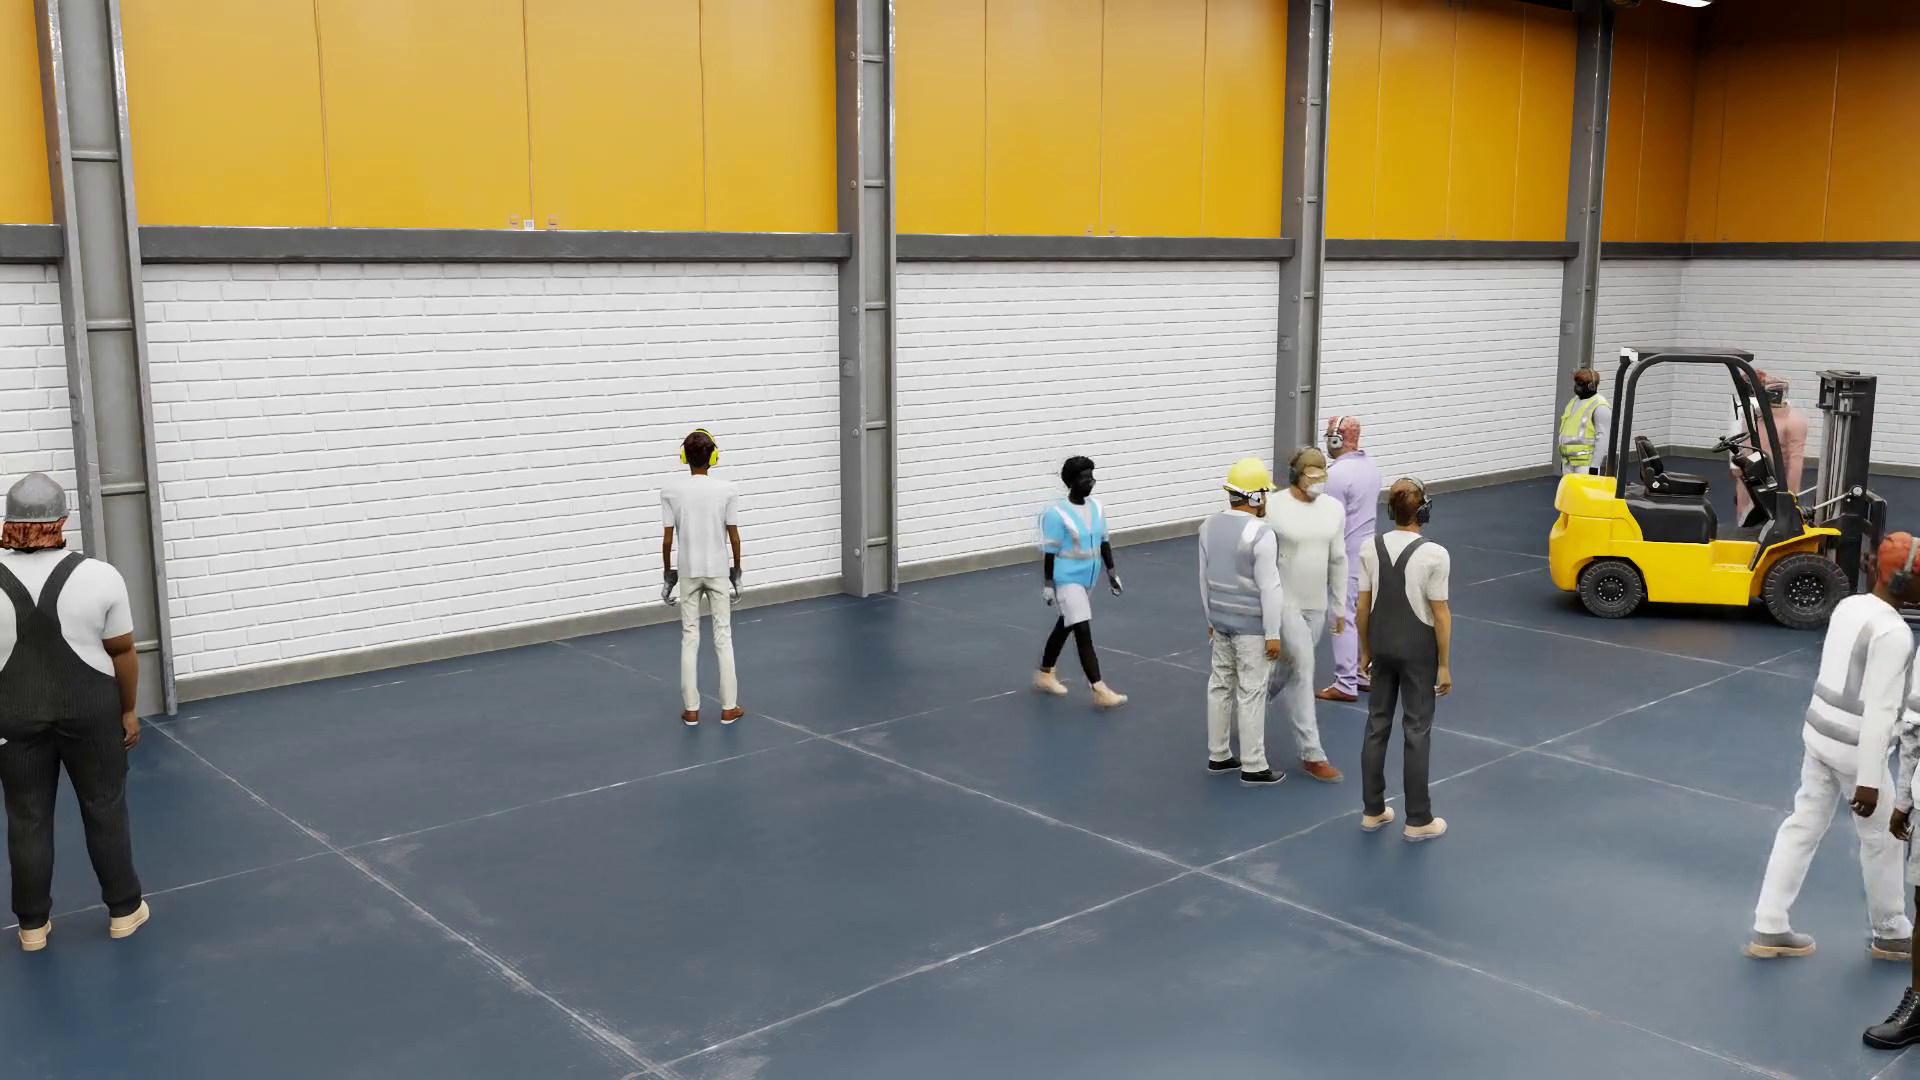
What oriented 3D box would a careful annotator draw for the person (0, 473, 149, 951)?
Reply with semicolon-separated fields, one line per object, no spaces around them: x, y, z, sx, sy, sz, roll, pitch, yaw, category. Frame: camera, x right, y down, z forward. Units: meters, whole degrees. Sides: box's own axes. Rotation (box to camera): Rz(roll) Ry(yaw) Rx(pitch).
-3.870;0.721;7.119;0.676;2.000;0.536;-4;10;-21;person

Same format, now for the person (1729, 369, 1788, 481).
7.988;-0.792;16.608;0.637;1.831;1.012;3;10;14;person

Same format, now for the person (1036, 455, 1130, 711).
0.791;0.268;10.888;0.867;1.645;0.542;9;13;41;person

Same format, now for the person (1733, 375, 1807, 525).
7.193;-0.512;14.832;0.512;1.923;0.673;-4;11;-24;person

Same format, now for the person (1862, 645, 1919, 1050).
3.605;0.969;5.968;0.356;1.937;0.552;-5;11;-25;person

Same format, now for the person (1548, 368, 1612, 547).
6.151;-0.779;16.482;0.429;1.844;0.627;-2;10;-13;person

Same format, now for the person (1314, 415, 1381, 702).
2.566;0.115;11.123;0.409;1.895;0.661;7;12;34;person

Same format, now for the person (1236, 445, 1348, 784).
1.914;0.371;9.639;0.627;1.890;1.027;-5;11;-28;person

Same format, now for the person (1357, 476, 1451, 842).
2.247;0.597;8.414;0.504;1.847;0.345;9;13;43;person

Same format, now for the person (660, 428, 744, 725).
-1.618;0.234;10.463;0.520;1.874;0.332;0;10;-3;person

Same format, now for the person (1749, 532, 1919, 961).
3.743;0.865;6.838;0.886;1.834;0.681;1;10;4;person

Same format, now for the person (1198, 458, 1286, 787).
1.591;0.454;9.290;0.403;1.833;0.586;-6;12;-33;person

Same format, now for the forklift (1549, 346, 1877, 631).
6.109;-0.478;13.691;2.313;2.155;1.214;3;10;16;forklift
